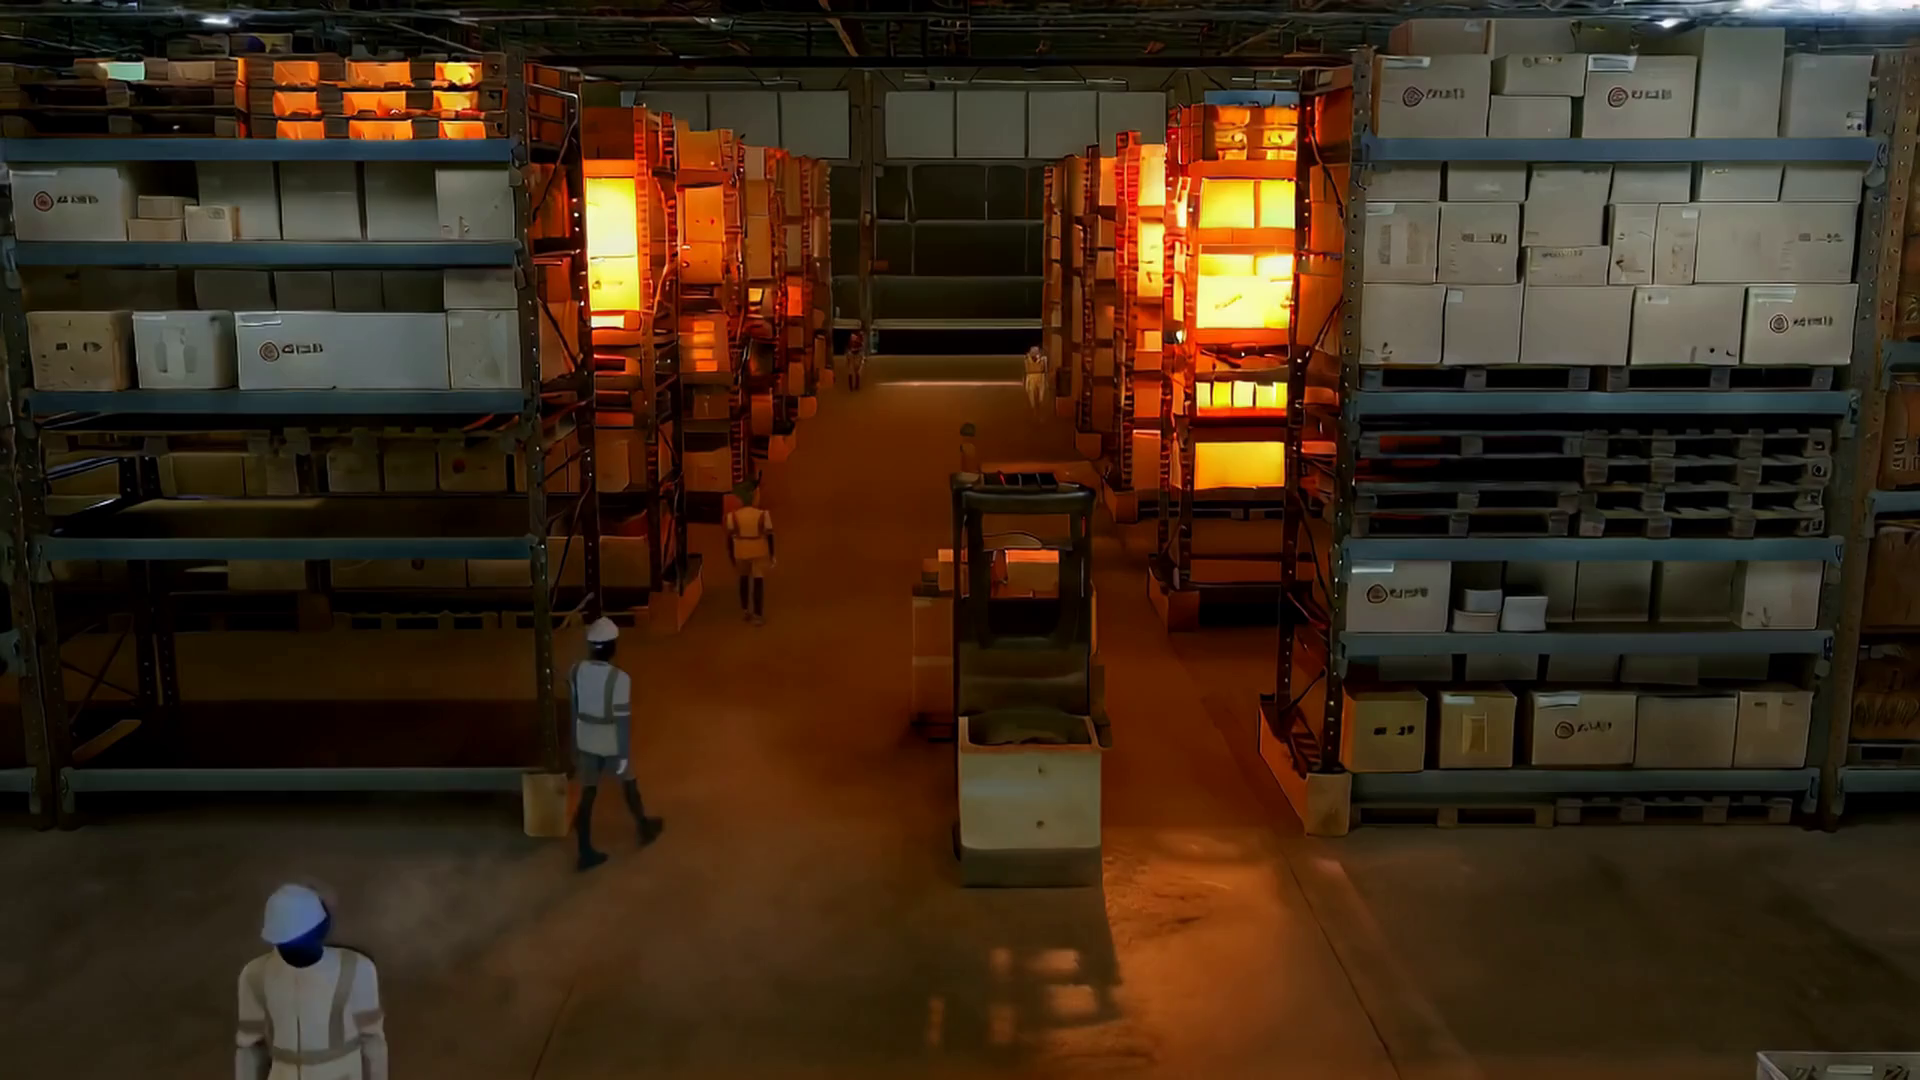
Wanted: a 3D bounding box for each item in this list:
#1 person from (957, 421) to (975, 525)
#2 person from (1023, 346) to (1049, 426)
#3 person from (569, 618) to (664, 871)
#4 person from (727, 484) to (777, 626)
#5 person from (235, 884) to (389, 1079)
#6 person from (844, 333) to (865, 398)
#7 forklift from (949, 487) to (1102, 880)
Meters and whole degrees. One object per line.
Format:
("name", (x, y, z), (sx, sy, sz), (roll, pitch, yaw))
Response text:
("person", (0.116, -1.052, 26.016), (0.280, 1.634, 0.498), (-5, 12, -22))
("person", (1.722, -3.471, 37.516), (0.614, 1.821, 0.578), (-1, 11, -4))
("person", (-2.654, 1.514, 12.700), (0.538, 1.880, 0.951), (5, 12, 21))
("person", (-2.475, 0.169, 19.851), (0.566, 1.666, 0.657), (0, 11, 0))
("person", (-2.938, 2.515, 7.434), (0.629, 1.990, 1.024), (0, 11, 2))
("person", (-2.745, -4.554, 43.272), (0.534, 1.676, 0.760), (0, 11, 2))
("forklift", (0.495, 0.986, 12.813), (1.129, 2.768, 1.873), (0, 11, -2))
